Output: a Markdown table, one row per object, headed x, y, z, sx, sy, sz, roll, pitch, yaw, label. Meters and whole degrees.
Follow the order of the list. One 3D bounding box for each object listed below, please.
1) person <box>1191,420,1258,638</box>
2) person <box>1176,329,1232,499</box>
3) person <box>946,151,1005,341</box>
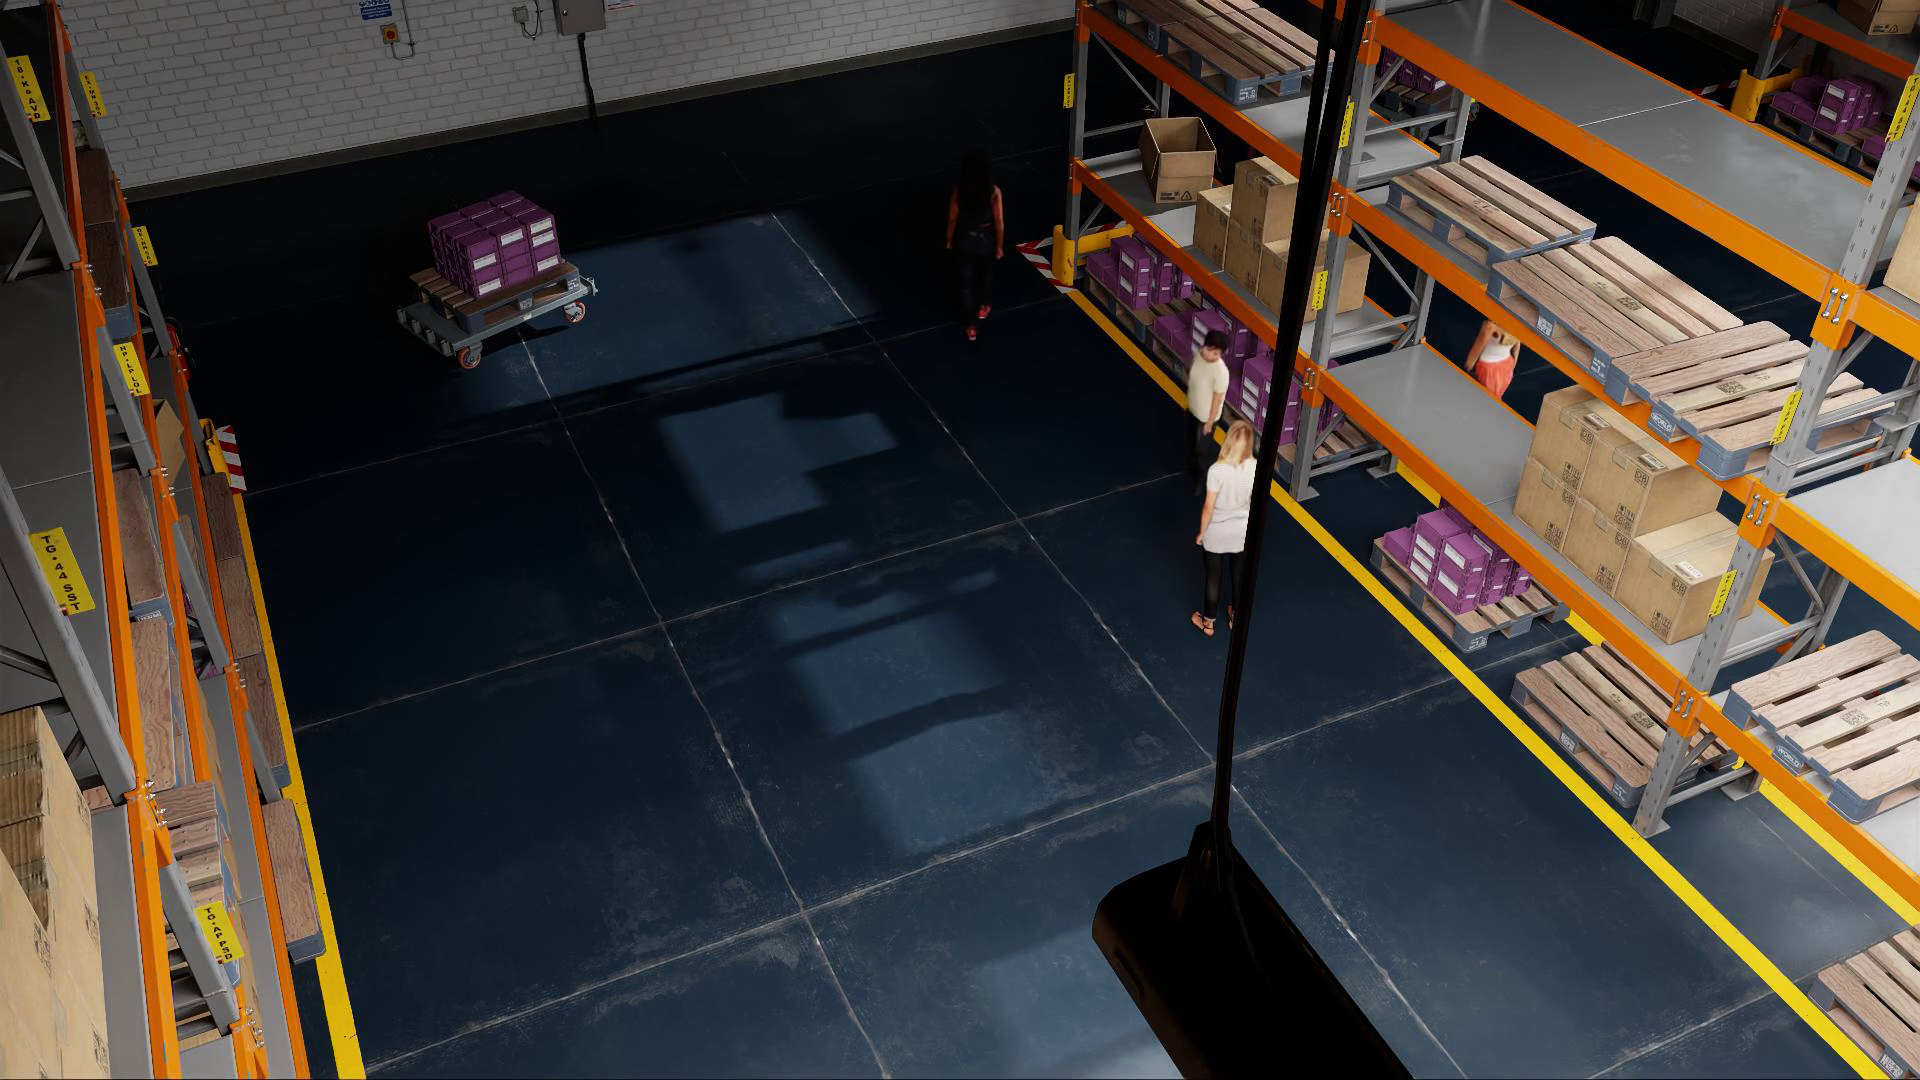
| x | y | z | sx | sy | sz | roll | pitch | yaw | label |
| --- | --- | --- | --- | --- | --- | --- | --- | --- | --- |
| 1.925 | -0.072 | 11.910 | 0.652 | 1.825 | 0.590 | -9 | 39 | -11 | person |
| 1.945 | -1.044 | 13.336 | 0.787 | 1.564 | 0.442 | -7 | 39 | -9 | person |
| 0.142 | -2.638 | 15.149 | 0.882 | 1.794 | 0.992 | -1 | 39 | -1 | person |
